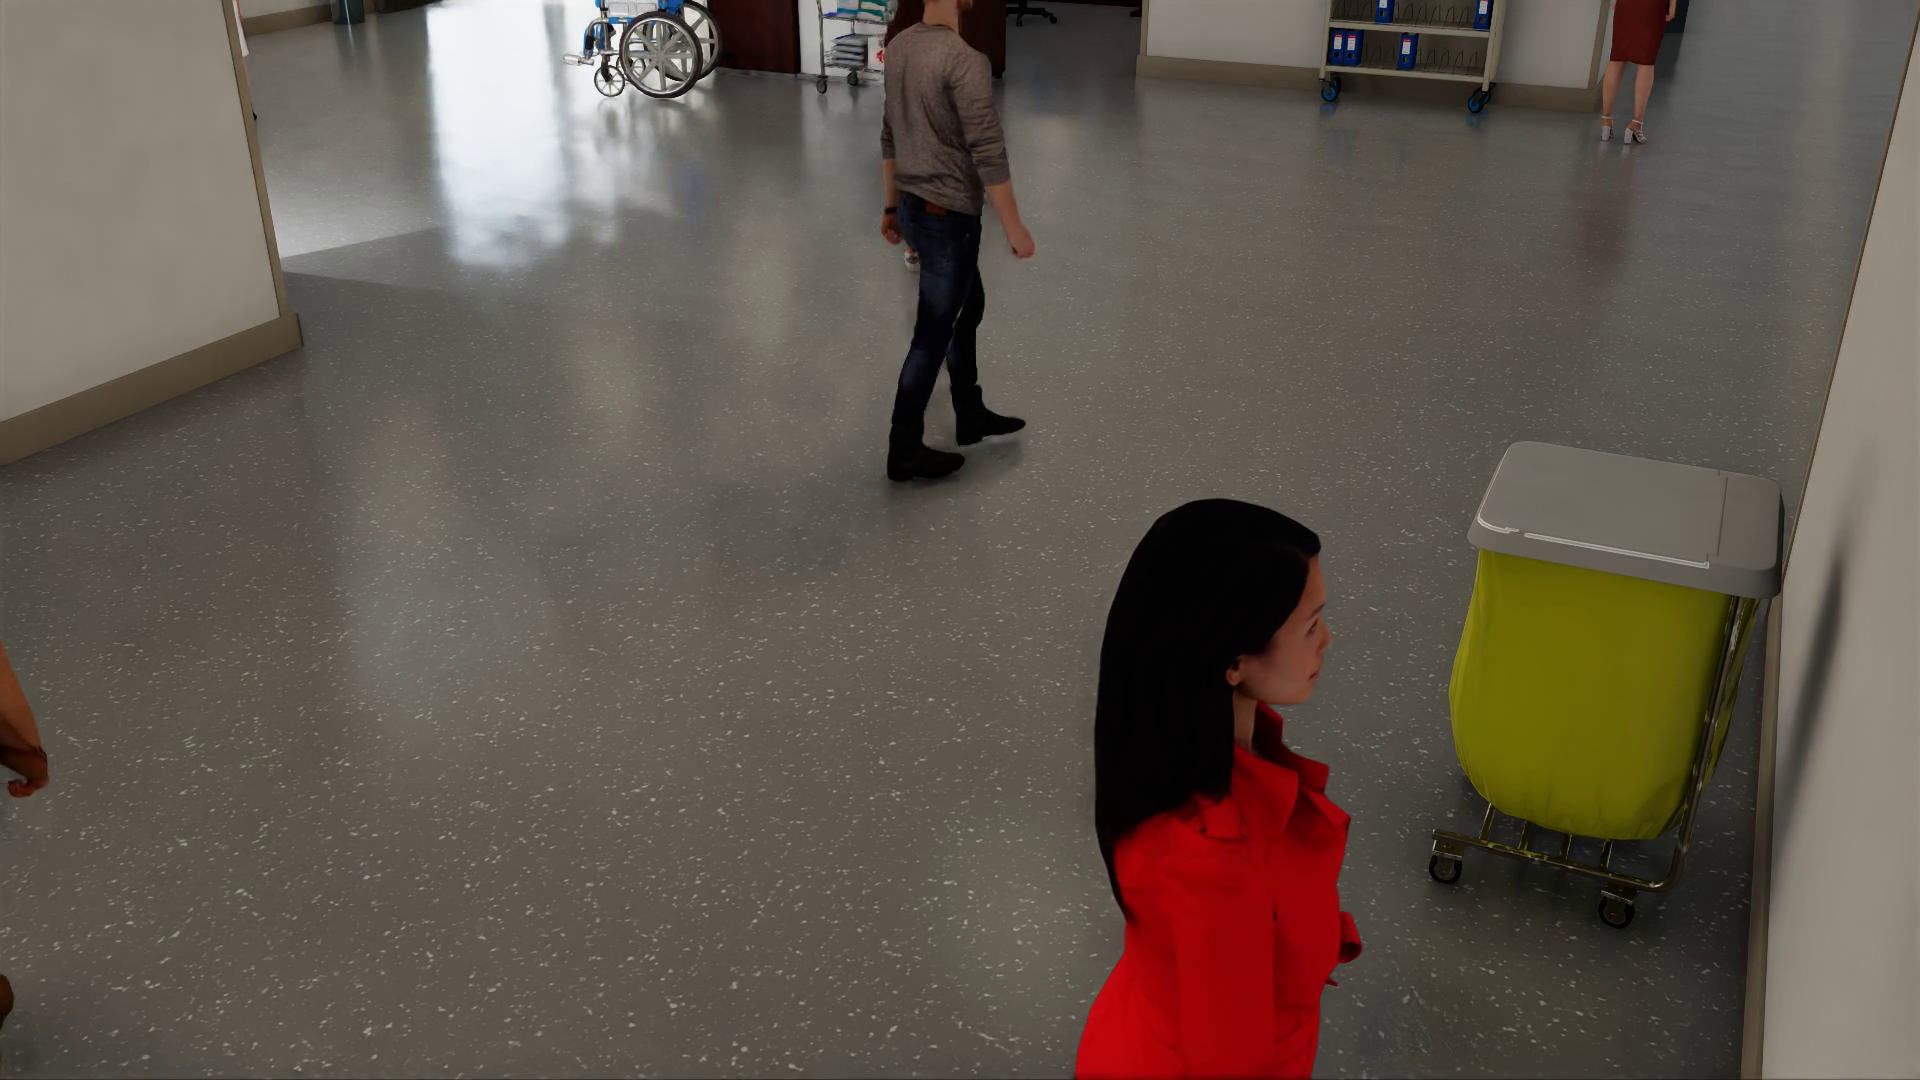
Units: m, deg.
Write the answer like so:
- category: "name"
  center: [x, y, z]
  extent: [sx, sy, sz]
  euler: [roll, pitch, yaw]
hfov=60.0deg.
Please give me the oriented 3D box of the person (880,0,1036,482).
- category: "person"
  center: [-0.142, -1.091, 5.789]
  extent: [1.029, 1.880, 0.988]
  euler: [-12, 28, -23]

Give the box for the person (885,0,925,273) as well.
- category: "person"
  center: [-0.176, -2.037, 8.229]
  extent: [0.830, 1.463, 0.564]
  euler: [-19, 32, -35]

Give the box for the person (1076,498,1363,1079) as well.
- category: "person"
  center: [0.284, 0.747, 2.130]
  extent: [0.750, 1.747, 0.724]
  euler: [-1, 26, -1]

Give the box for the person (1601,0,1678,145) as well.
- category: "person"
  center: [4.499, -3.514, 10.963]
  extent: [0.719, 1.751, 0.567]
  euler: [-23, 34, -39]
